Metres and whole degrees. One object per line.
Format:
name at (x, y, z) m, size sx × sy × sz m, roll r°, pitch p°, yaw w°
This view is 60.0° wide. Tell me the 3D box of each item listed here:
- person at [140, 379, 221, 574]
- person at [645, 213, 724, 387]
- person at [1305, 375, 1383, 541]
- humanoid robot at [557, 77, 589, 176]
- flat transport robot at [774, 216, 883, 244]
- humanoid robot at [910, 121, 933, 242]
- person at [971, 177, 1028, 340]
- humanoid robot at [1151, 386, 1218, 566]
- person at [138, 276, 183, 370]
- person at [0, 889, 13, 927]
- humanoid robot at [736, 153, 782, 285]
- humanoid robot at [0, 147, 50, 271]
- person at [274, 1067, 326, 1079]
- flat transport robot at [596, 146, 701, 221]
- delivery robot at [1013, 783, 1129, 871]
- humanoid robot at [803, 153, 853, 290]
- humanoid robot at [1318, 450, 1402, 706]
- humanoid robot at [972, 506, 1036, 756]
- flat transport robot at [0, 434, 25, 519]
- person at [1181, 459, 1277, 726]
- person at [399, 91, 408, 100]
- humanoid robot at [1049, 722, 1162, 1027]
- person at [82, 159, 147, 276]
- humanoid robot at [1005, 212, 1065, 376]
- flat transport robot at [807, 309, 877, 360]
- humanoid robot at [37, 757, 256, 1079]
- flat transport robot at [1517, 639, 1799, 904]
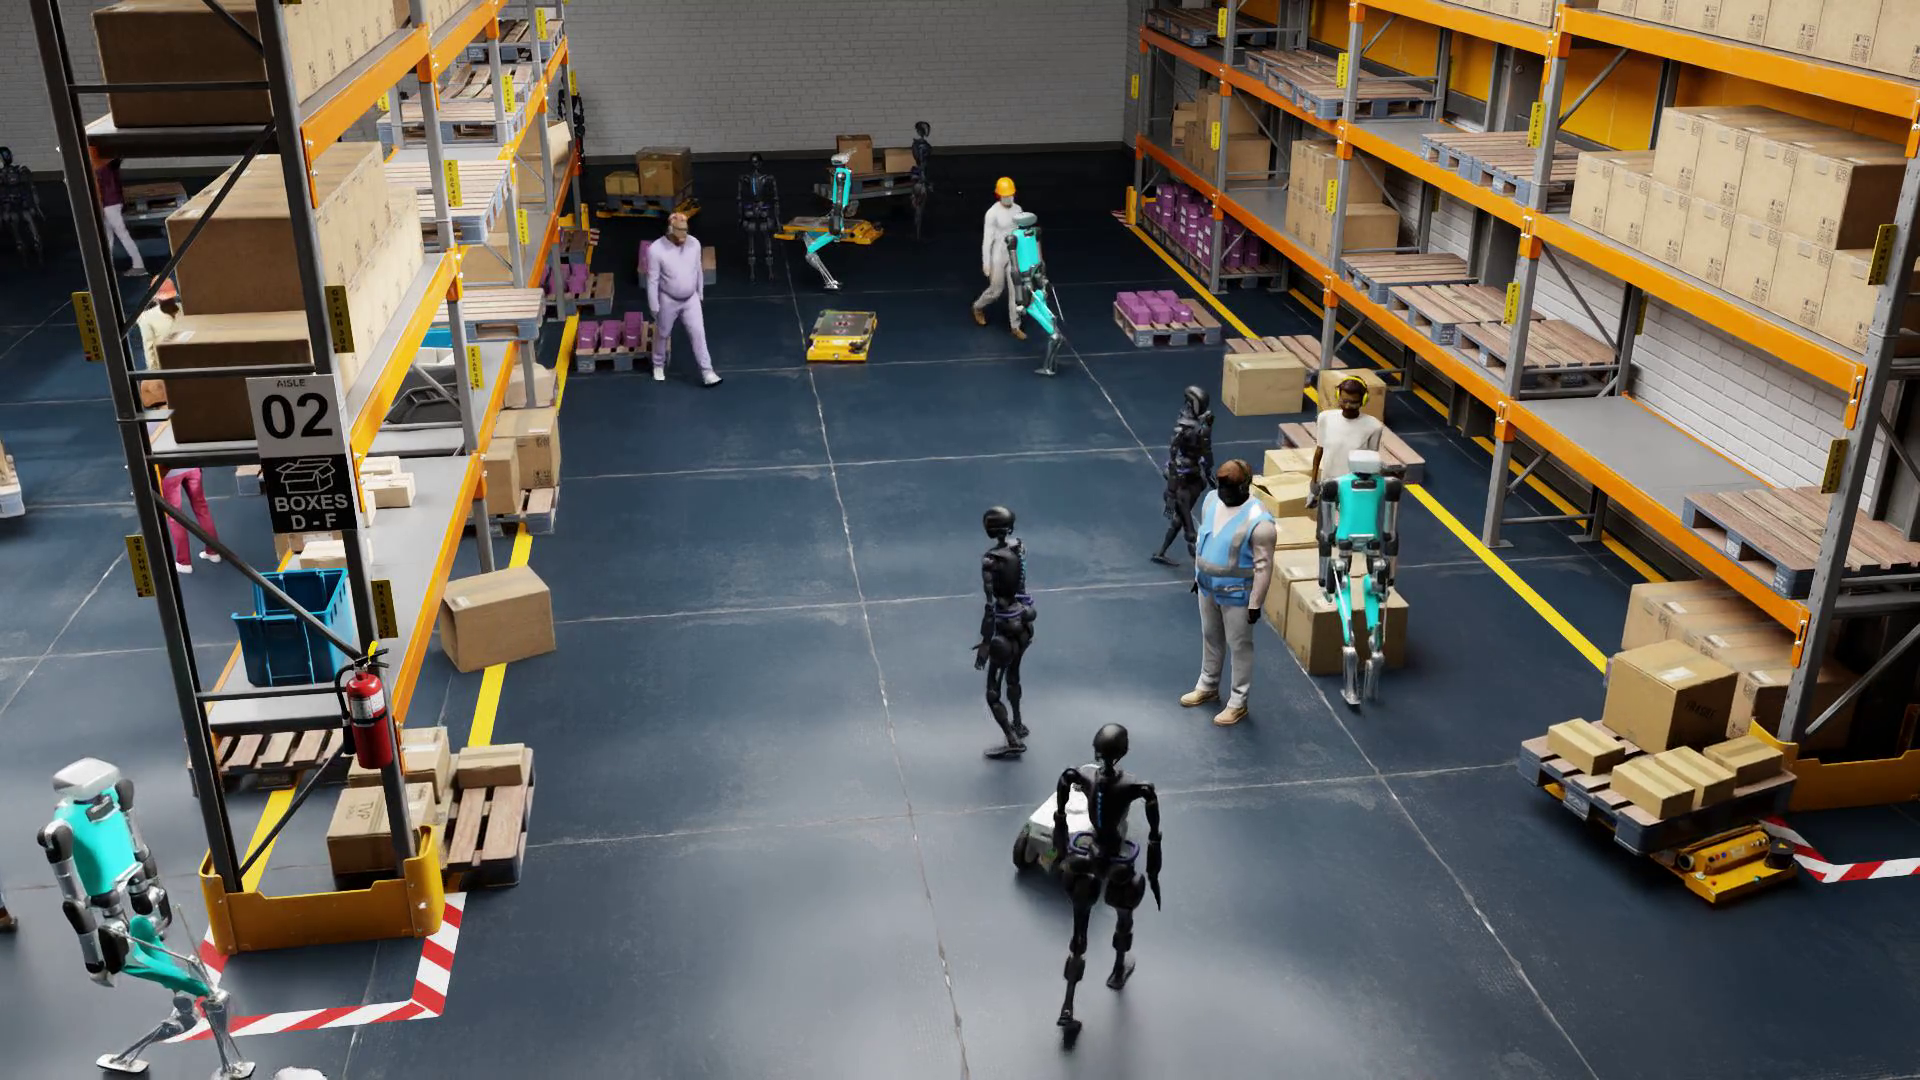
person at (-6.216, -0.523, 13.184) m, size 0.276 × 1.628 × 0.501 m, roll 15°, pitch 28°, yaw 30°
person at (-2.924, -2.500, 17.428) m, size 0.686 × 1.836 × 1.066 m, roll -16°, pitch 28°, yaw -32°
person at (2.867, -0.347, 12.488) m, size 0.517 × 1.865 × 0.334 m, roll 10°, pitch 26°, yaw 22°
humanoid robot at (-6.438, -6.908, 27.646) m, size 0.599 × 1.657 × 0.315 m, roll 15°, pitch 28°, yaw 31°
flat transport robot at (-1.875, -4.420, 23.749) m, size 1.431 × 0.231 × 0.659 m, roll 6°, pitch 24°, yaw 13°
humanoid robot at (-0.545, -5.071, 23.461) m, size 0.313 × 1.657 × 0.601 m, roll 1°, pitch 24°, yaw 1°
person at (0.463, -3.278, 19.180) m, size 0.581 × 1.866 × 0.821 m, roll -16°, pitch 28°, yaw -32°
humanoid robot at (1.814, -0.460, 13.020) m, size 0.753 × 1.618 × 0.624 m, roll 19°, pitch 30°, yaw 37°
person at (-7.420, -1.688, 15.726) m, size 0.560 × 1.714 × 0.852 m, roll -22°, pitch 32°, yaw -40°
person at (-5.678, 1.180, 8.918) m, size 1.084 × 1.930 × 0.651 m, roll 14°, pitch 28°, yaw 30°
humanoid robot at (-2.586, -4.116, 21.285) m, size 0.599 × 1.657 × 0.315 m, roll 3°, pitch 24°, yaw 8°
humanoid robot at (-12.377, -4.354, 21.849) m, size 0.588 × 1.636 × 0.412 m, roll -21°, pitch 31°, yaw -39°
person at (-2.086, 2.651, 5.661) m, size 0.606 × 1.861 × 0.517 m, roll 18°, pitch 30°, yaw 35°
flat transport robot at (-4.692, -5.009, 25.089) m, size 1.431 × 0.231 × 0.659 m, roll 3°, pitch 24°, yaw 7°
delivery robot at (0.679, 1.641, 9.607) m, size 0.499 × 0.614 × 0.812 m, roll 14°, pitch 27°, yaw 29°
humanoid robot at (-1.693, -3.971, 20.730) m, size 0.735 × 1.680 × 0.533 m, roll 1°, pitch 24°, yaw 2°
humanoid robot at (2.674, 0.373, 11.094) m, size 0.530 × 1.840 × 0.785 m, roll 0°, pitch 24°, yaw 1°
humanoid robot at (0.315, 0.563, 10.641) m, size 0.397 × 1.637 × 0.609 m, roll 11°, pitch 26°, yaw 24°
flat transport robot at (-8.579, -0.164, 14.052) m, size 0.659 × 0.231 × 1.431 m, roll -14°, pitch 27°, yaw -28°
person at (1.757, 0.332, 10.967) m, size 0.429 × 1.840 × 0.635 m, roll -15°, pitch 28°, yaw -31°
person at (-8.713, -6.240, 26.198) m, size 0.363 × 1.617 × 0.530 m, roll -8°, pitch 25°, yaw -17°
humanoid robot at (0.695, 1.649, 8.242) m, size 0.601 × 1.652 × 0.756 m, roll 9°, pitch 25°, yaw 20°
person at (-11.154, -4.364, 21.575) m, size 0.879 × 1.909 × 0.507 m, roll -3°, pitch 24°, yaw -6°
humanoid robot at (0.886, -2.521, 17.706) m, size 0.793 × 1.849 × 0.548 m, roll 19°, pitch 30°, yaw 36°
flat transport robot at (-1.337, -2.348, 19.026) m, size 0.659 × 0.231 × 1.431 m, roll 1°, pitch 24°, yaw 2°
humanoid robot at (-3.667, 1.841, 7.715) m, size 1.038 × 1.757 × 0.542 m, roll 4°, pitch 24°, yaw 10°
flat transport robot at (4.191, 1.641, 9.939) m, size 0.659 × 0.231 × 1.431 m, roll -11°, pitch 26°, yaw -23°
